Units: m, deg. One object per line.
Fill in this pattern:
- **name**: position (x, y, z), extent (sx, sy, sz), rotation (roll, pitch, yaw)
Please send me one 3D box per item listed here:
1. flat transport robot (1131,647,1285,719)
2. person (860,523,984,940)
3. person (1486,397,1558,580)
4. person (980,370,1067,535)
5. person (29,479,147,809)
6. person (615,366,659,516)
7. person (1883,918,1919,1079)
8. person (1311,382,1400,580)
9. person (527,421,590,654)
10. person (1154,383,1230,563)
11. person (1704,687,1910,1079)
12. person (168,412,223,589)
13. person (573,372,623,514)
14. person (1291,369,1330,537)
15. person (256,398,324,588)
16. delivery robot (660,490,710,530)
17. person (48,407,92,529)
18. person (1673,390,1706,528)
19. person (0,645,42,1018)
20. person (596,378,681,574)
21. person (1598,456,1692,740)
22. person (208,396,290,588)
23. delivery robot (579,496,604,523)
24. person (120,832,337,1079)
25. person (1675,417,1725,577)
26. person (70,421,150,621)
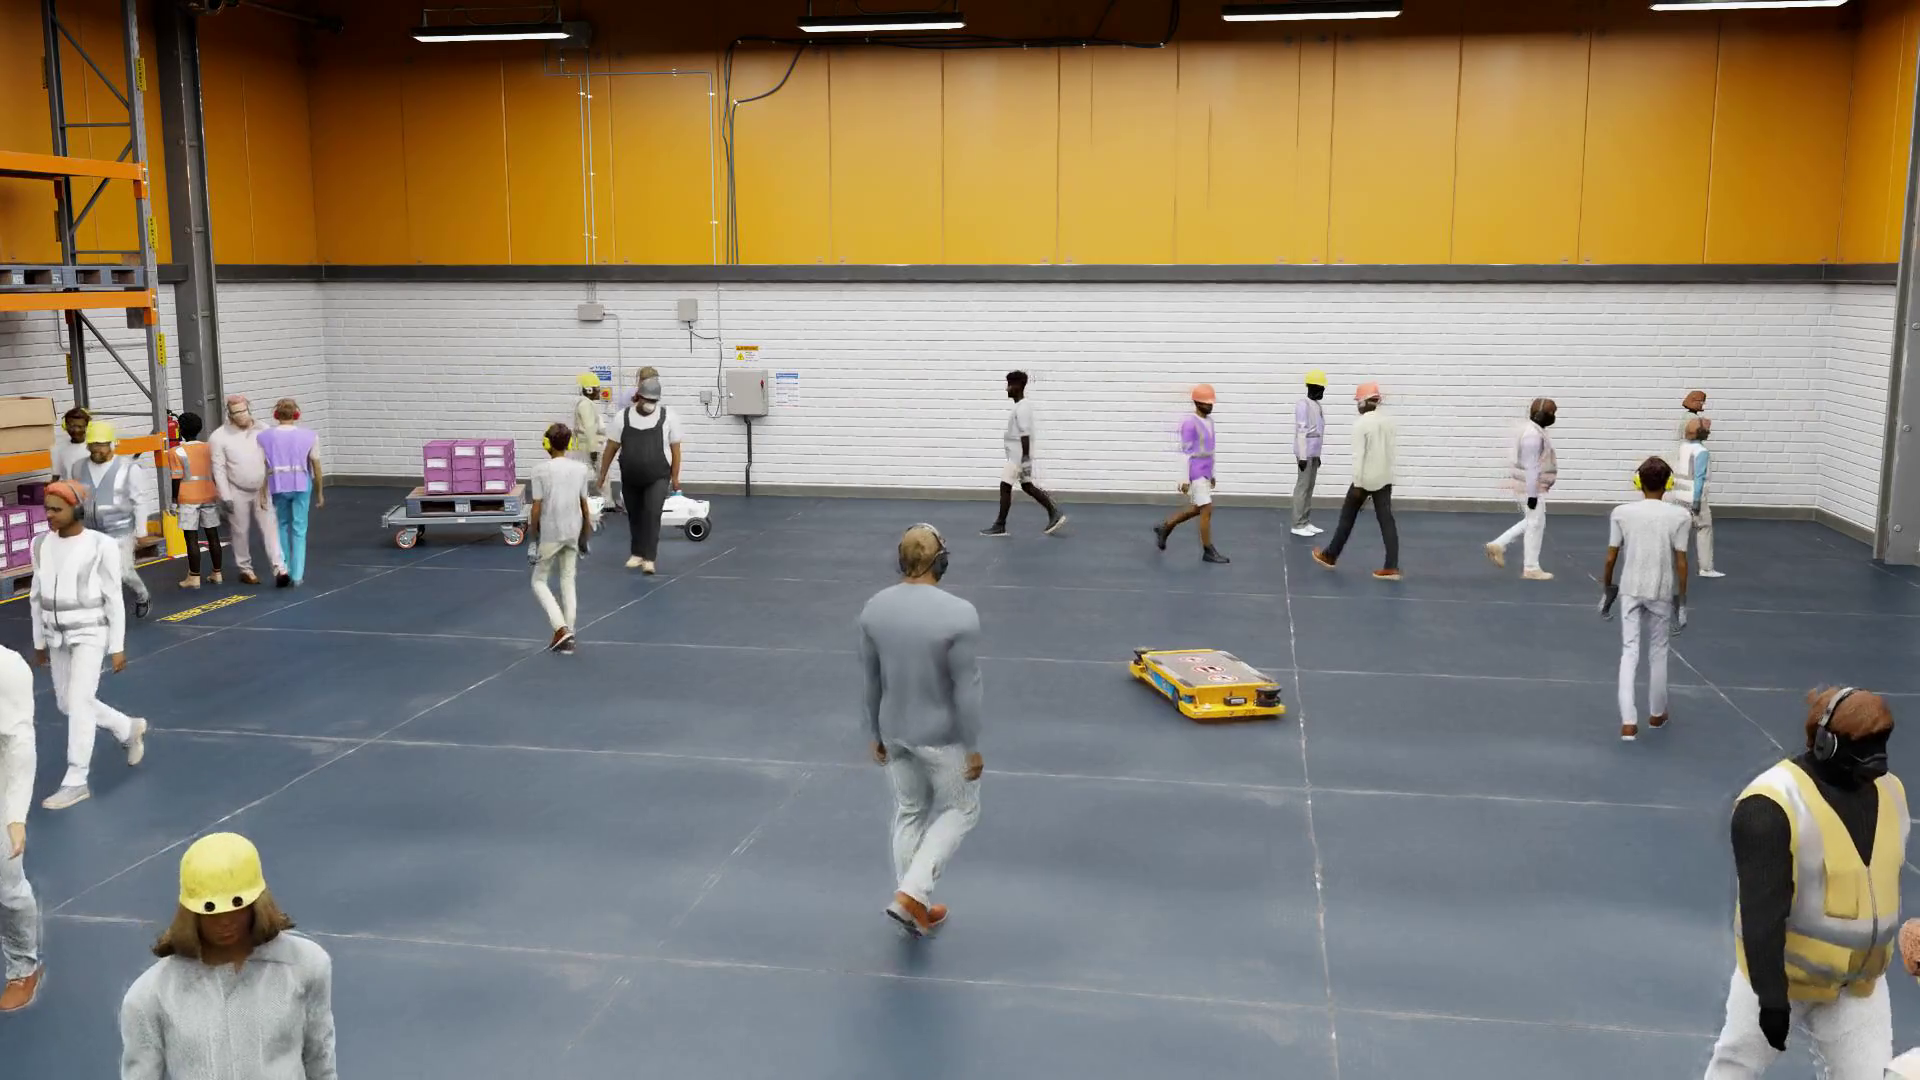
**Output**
- **flat transport robot**: position (1.740, 0.995, 11.871), extent (0.652, 0.197, 1.431), rotation (-2, 9, -11)
- **person**: position (-0.175, 0.880, 7.480), extent (0.646, 1.920, 0.482), rotation (7, 11, 35)
- **person**: position (5.596, -0.508, 16.440), extent (0.578, 1.819, 0.638), rotation (3, 10, 18)
- **person**: position (0.748, -0.993, 19.124), extent (0.952, 1.930, 0.614), rotation (1, 9, 4)
- **person**: position (-5.076, 0.561, 9.657), extent (0.587, 1.861, 0.805), rotation (2, 9, 15)
- **person**: position (-3.843, -1.147, 20.076), extent (0.496, 1.912, 0.643), rotation (-4, 10, -25)
- **person**: position (2.281, 1.629, 3.730), extent (0.535, 1.619, 0.393), rotation (-3, 10, -16)
- **person**: position (4.031, -0.598, 16.599), extent (0.601, 1.927, 1.063), rotation (-6, 11, -31)
- **person**: position (-3.185, -0.007, 13.177), extent (0.567, 1.856, 0.388), rotation (-8, 12, -40)
- **person**: position (2.422, -0.714, 17.470), extent (0.853, 1.902, 0.555), rotation (6, 11, 34)
- **person**: position (2.646, 1.332, 5.075), extent (0.646, 1.785, 0.974), rotation (-3, 9, -15)
- **person**: position (-7.348, -0.379, 15.987), extent (0.319, 1.696, 0.532), rotation (5, 11, 29)
- **person**: position (-4.672, -1.182, 20.662), extent (0.881, 1.804, 0.601), rotation (-1, 9, -5)
- **person**: position (4.053, -1.009, 19.191), extent (0.386, 1.922, 0.594), rotation (5, 10, 29)
- **person**: position (-6.476, -0.468, 16.130), extent (0.580, 1.820, 0.630), rotation (-3, 10, -18)
- **delivery robot**: position (-3.209, -0.324, 18.885), extent (0.707, 0.478, 0.477), rotation (-1, 9, -4)
- **person**: position (-7.792, -0.256, 14.757), extent (0.574, 1.842, 0.575), rotation (-3, 10, -16)
- **person**: position (8.699, -0.965, 19.818), extent (0.285, 1.631, 0.501), rotation (1, 9, 8)
- **person**: position (-3.908, 1.064, 6.465), extent (0.639, 1.887, 1.013), rotation (-2, 9, -12)
- **person**: position (-3.246, -0.682, 16.798), extent (0.806, 2.000, 0.956), rotation (1, 9, 4)
- **person**: position (4.491, 0.366, 10.924), extent (0.571, 1.853, 0.643), rotation (5, 10, 29)
- **person**: position (-6.773, -0.444, 15.905), extent (0.663, 1.852, 0.984), rotation (-7, 11, -37)
- **delivery robot**: position (-4.483, -0.378, 19.217), extent (0.707, 0.478, 0.477), rotation (0, 9, -3)
- **person**: position (-1.794, 1.533, 4.135), extent (0.496, 1.690, 0.925), rotation (-4, 10, -26)
- **person**: position (7.210, -0.422, 16.523), extent (0.770, 1.614, 0.522), rotation (0, 9, 0)
- **person**: position (-7.116, -0.108, 13.954), extent (0.598, 1.816, 0.544), rotation (0, 9, -2)
